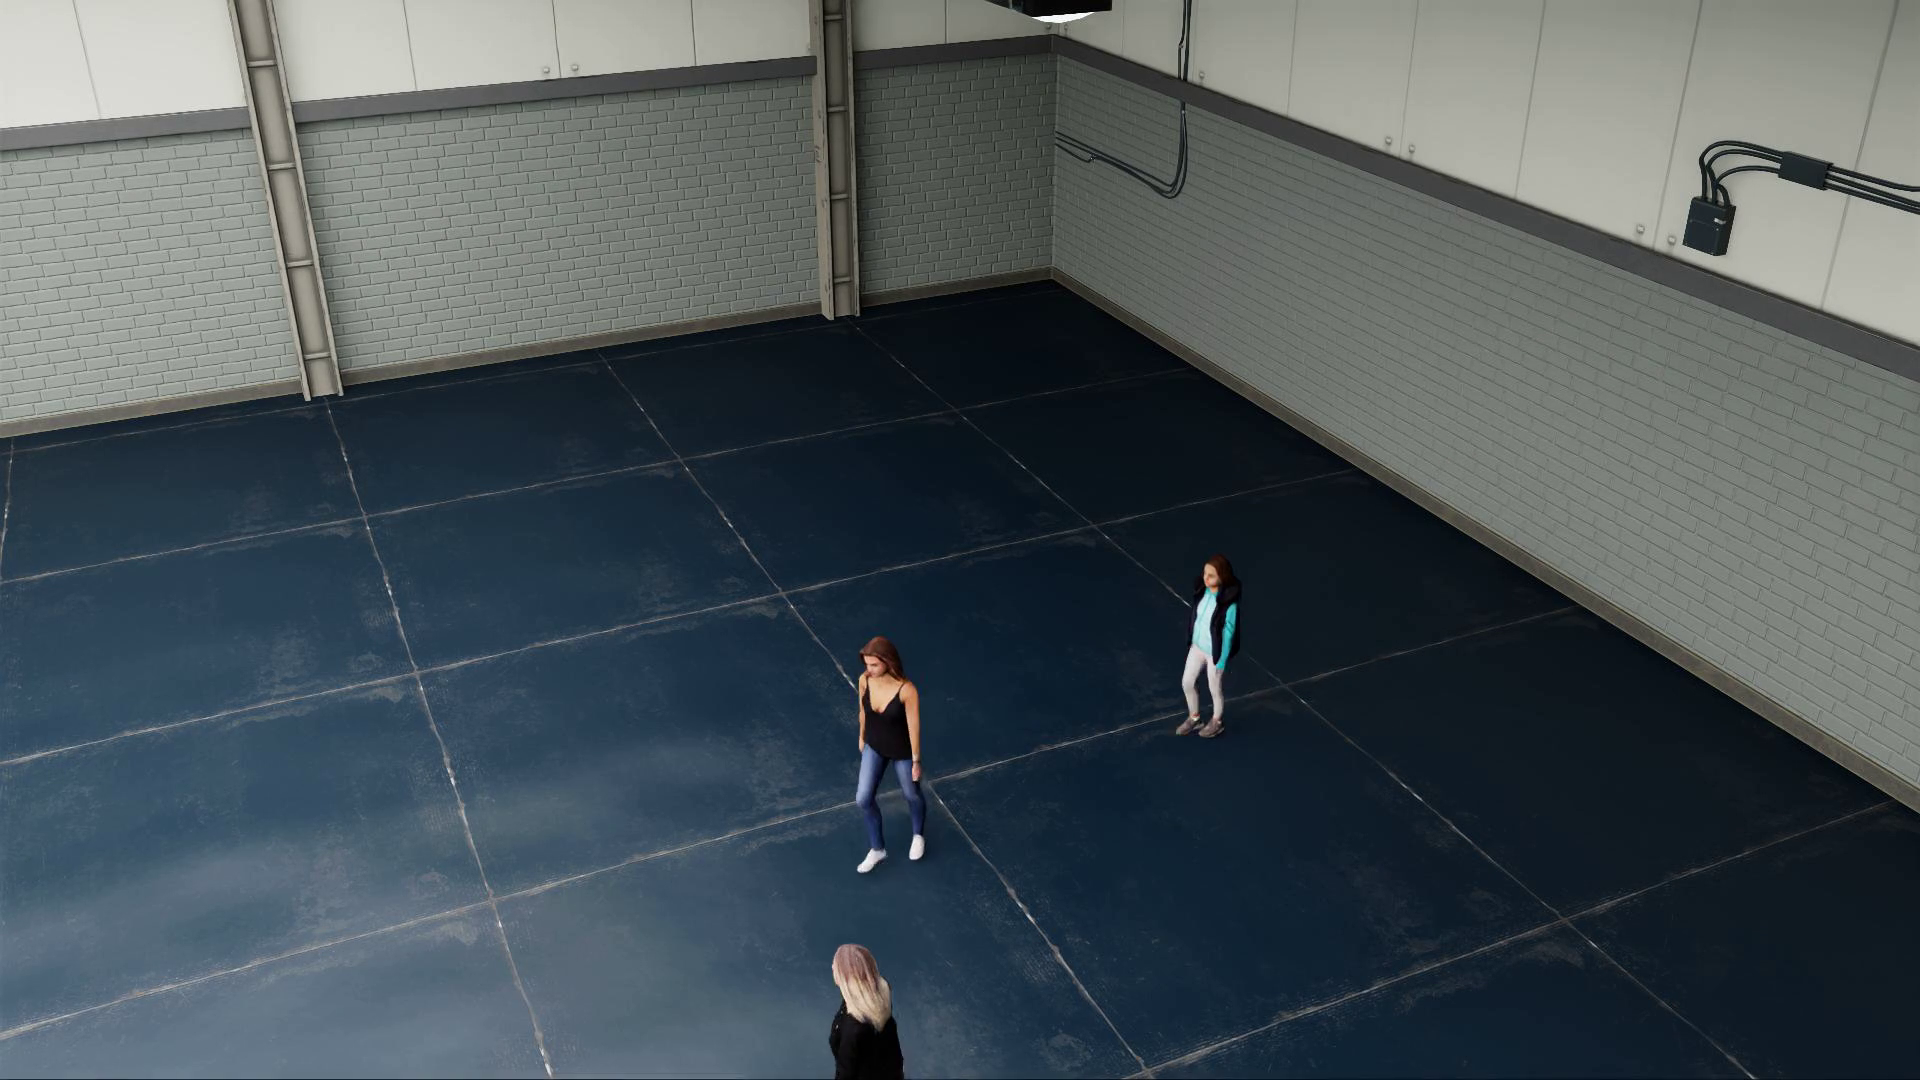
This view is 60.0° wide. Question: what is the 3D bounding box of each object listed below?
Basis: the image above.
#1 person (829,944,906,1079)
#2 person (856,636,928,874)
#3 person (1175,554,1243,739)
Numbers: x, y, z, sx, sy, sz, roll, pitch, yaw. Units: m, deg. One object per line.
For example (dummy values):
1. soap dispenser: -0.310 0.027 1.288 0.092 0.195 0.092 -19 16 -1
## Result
1. person: -0.319 2.671 7.940 1.156 1.623 0.975 1 27 2
2. person: -0.399 1.294 10.546 0.873 1.686 0.937 9 29 18
3. person: 1.846 0.739 11.838 0.702 1.489 0.648 -19 33 -33
